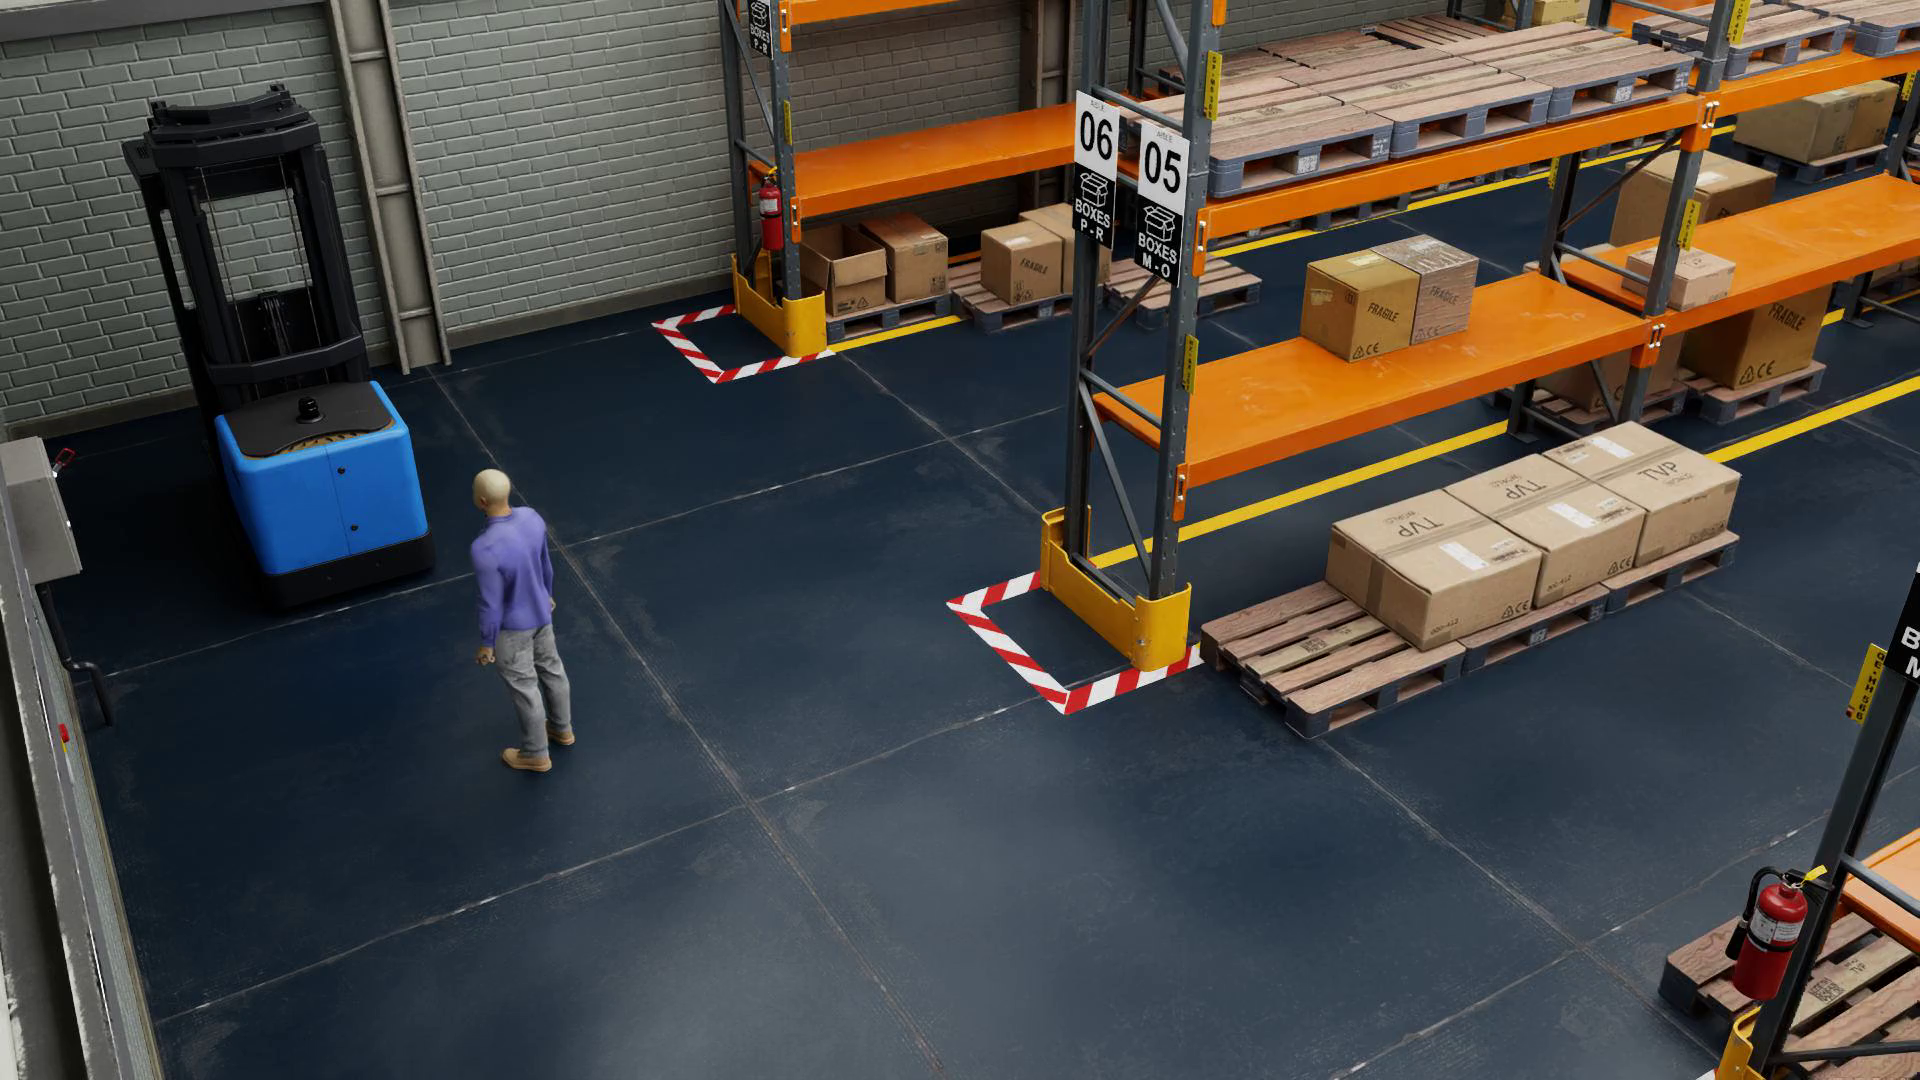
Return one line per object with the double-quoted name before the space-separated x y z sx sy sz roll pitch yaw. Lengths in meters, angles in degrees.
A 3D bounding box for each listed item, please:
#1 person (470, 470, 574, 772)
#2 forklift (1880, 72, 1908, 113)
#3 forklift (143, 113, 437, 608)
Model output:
"person" -2.317 0.433 8.786 0.392 1.798 0.590 13 34 21
"forklift" 11.468 -5.645 18.244 1.214 2.155 2.313 -17 36 -26
"forklift" -4.289 -1.259 10.509 1.129 2.768 1.873 -17 36 -26
